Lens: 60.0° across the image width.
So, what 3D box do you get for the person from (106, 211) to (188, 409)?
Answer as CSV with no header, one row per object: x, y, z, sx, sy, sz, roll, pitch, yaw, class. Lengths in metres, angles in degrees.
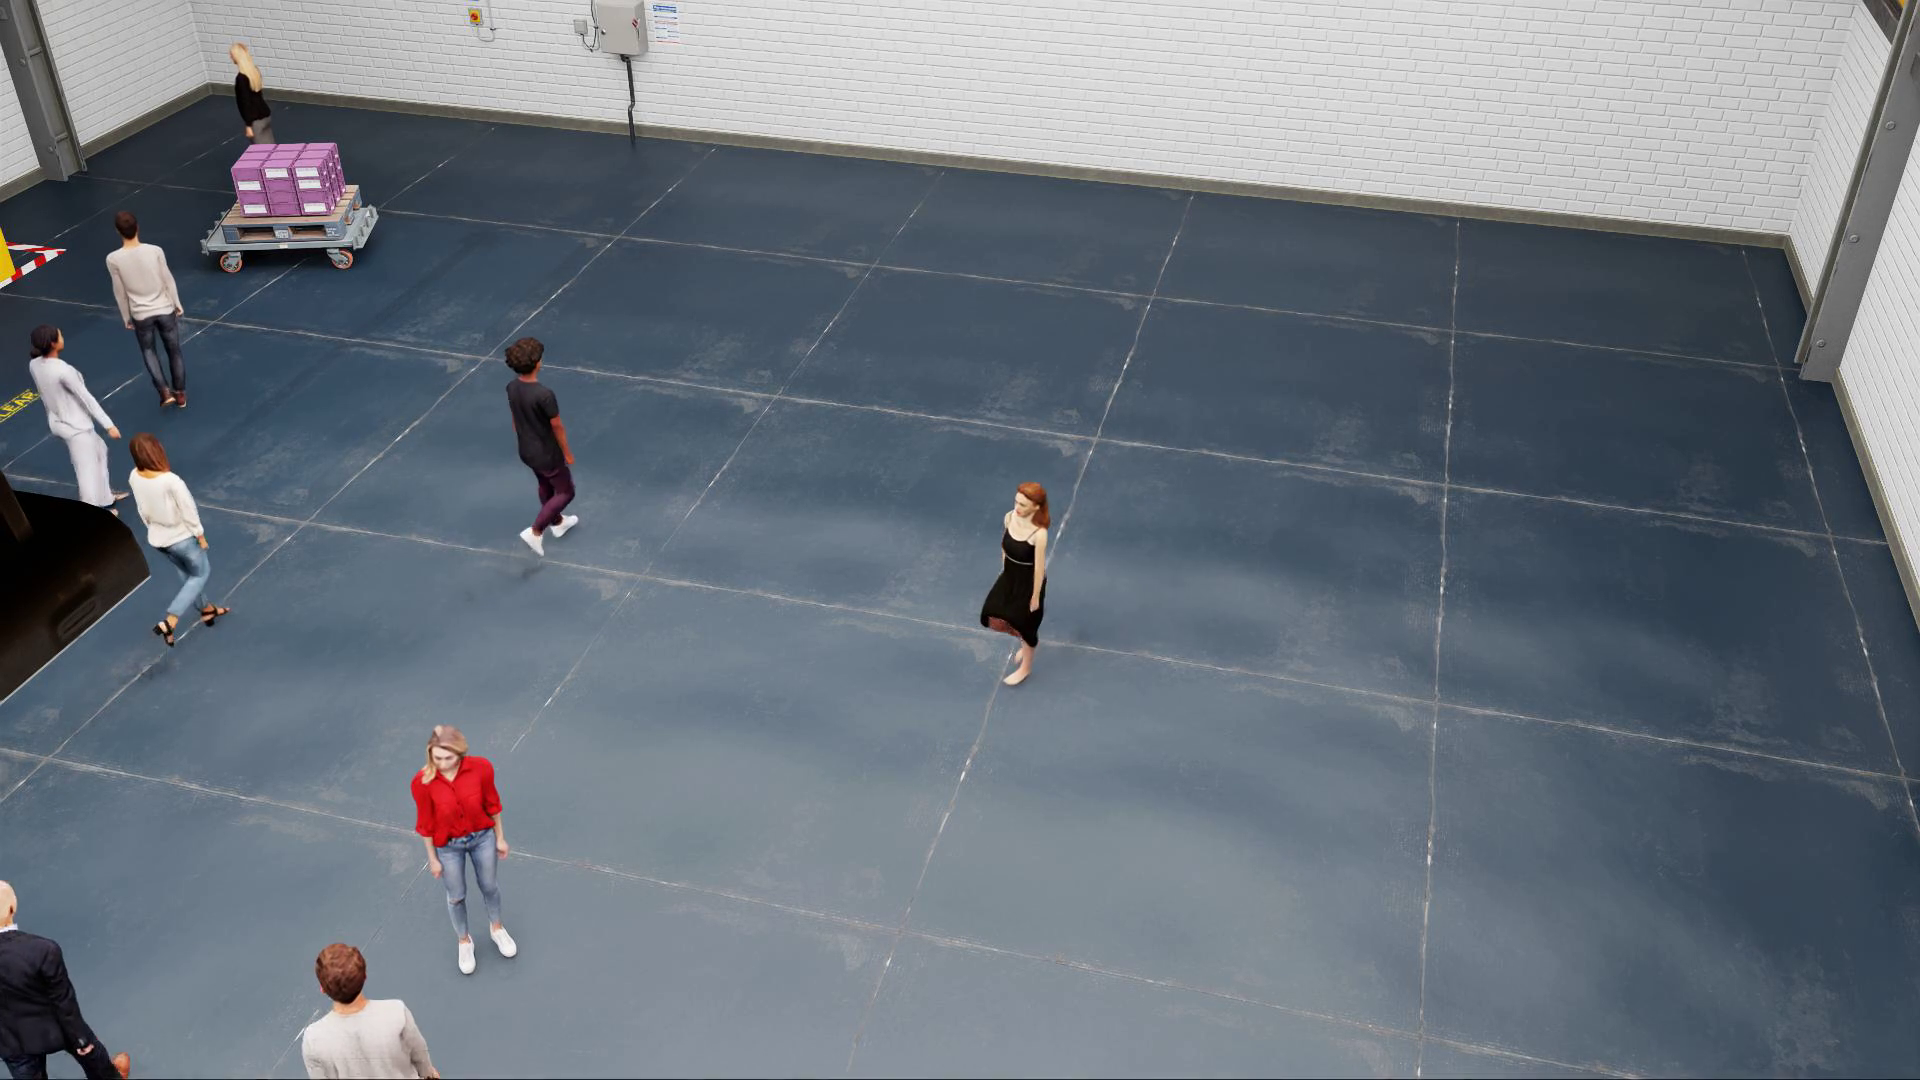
-7.066,-1.955,14.581,0.863,1.854,0.927,-15,37,-22,person

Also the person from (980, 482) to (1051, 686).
0.496,0.269,11.450,0.816,1.616,0.747,-24,41,-32,person

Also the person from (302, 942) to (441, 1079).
-2.637,2.661,7.611,0.828,1.882,0.884,-9,35,-13,person

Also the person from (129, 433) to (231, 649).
-5.602,0.024,11.773,0.701,1.666,0.946,13,36,19,person

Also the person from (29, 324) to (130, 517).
-7.017,-0.852,13.041,0.762,1.721,0.814,21,39,28,person

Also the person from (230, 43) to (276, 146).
-7.848,-4.653,18.655,0.716,1.837,0.564,0,34,0,person

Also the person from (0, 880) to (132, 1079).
-4.502,2.437,8.048,1.023,1.770,1.279,-6,34,-9,person

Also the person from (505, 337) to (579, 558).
-3.239,-0.692,12.760,0.795,1.766,1.006,19,38,26,person

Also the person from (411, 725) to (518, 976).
-2.754,1.679,9.247,0.680,1.707,0.728,-16,37,-22,person
